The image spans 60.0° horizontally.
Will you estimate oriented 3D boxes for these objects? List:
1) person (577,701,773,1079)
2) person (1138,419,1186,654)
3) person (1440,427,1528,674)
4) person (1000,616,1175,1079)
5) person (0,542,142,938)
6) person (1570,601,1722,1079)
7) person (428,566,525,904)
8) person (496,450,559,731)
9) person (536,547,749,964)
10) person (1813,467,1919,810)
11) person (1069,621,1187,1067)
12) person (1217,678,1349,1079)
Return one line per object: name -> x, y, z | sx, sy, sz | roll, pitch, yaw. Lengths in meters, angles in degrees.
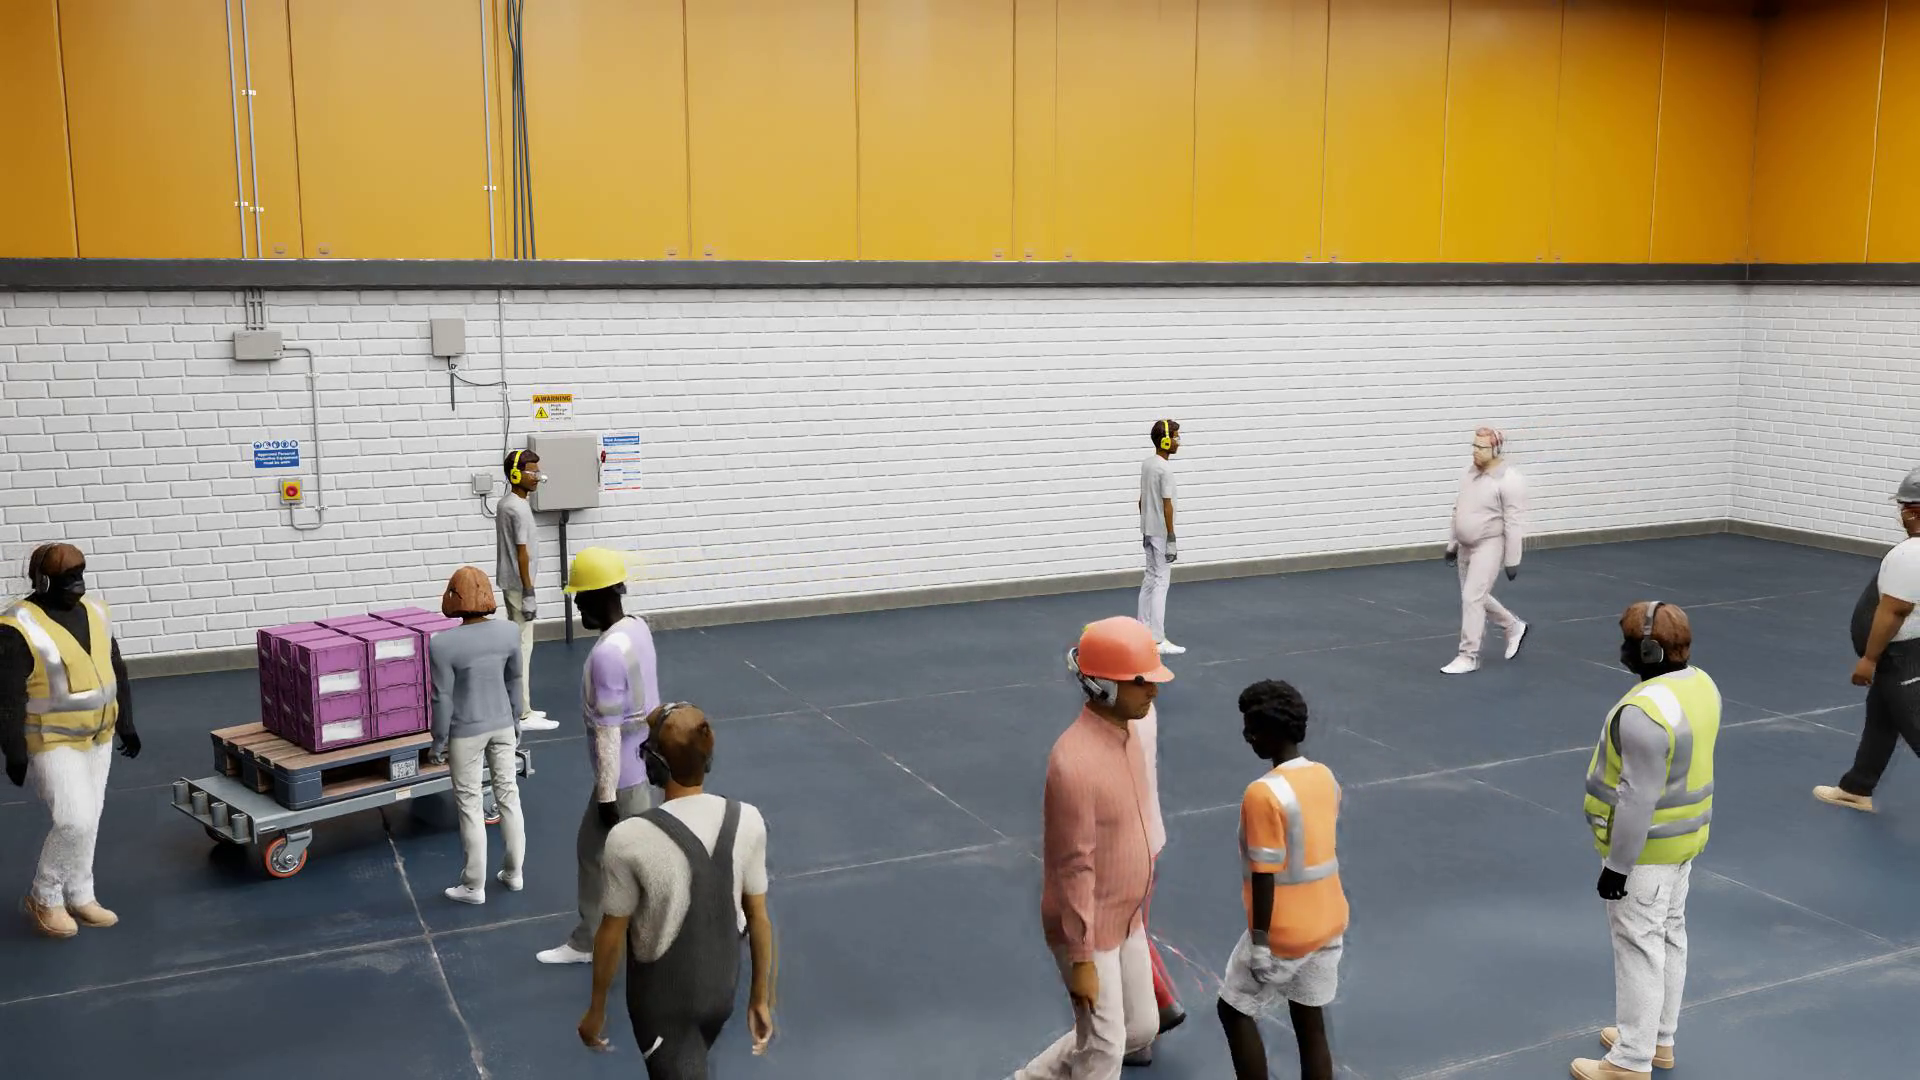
person -> -0.800, 1.361, 4.915 | 1.000, 1.801, 0.509 | 9, 13, 44
person -> 1.601, -0.027, 13.286 | 0.310, 1.863, 0.532 | -3, 10, -17
person -> 4.033, 0.066, 12.660 | 0.816, 1.876, 0.640 | -3, 10, -17
person -> 0.394, 1.202, 5.311 | 0.570, 1.978, 0.629 | 4, 10, 24
person -> -4.065, 0.910, 7.610 | 0.445, 1.828, 0.630 | 2, 9, 13
person -> 2.541, 1.130, 6.184 | 0.429, 1.842, 0.626 | 8, 12, 41
person -> -2.327, 0.935, 8.027 | 0.281, 1.634, 0.498 | 8, 12, 41
person -> -2.912, 0.330, 11.069 | 0.334, 1.865, 0.517 | -5, 10, -26
person -> -1.368, 0.956, 7.159 | 0.914, 1.888, 0.591 | 0, 9, -2
person -> 5.214, 0.576, 8.998 | 0.682, 2.000, 1.007 | -8, 12, -41
person -> 0.586, 1.158, 6.266 | 0.372, 1.743, 0.539 | 3, 10, 19
person -> 1.084, 1.303, 5.624 | 0.521, 1.660, 0.553 | 8, 12, 42
